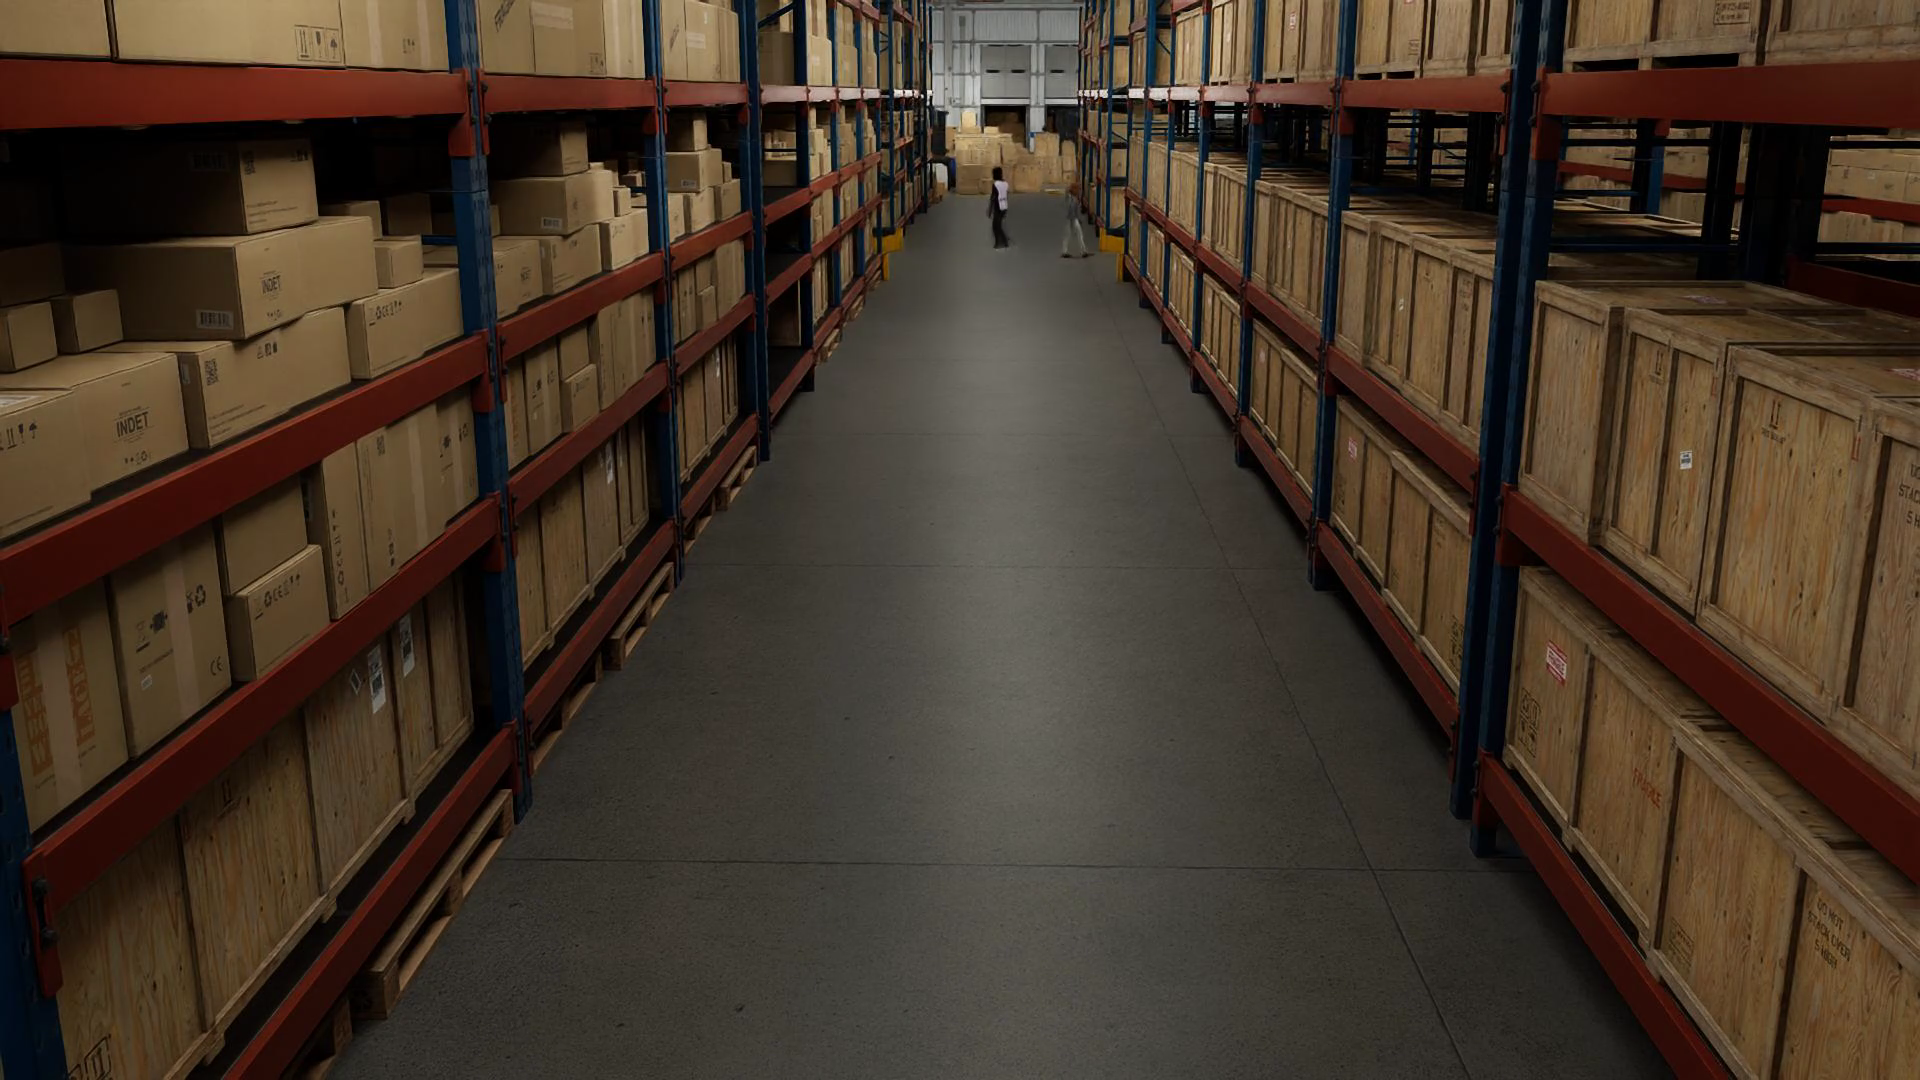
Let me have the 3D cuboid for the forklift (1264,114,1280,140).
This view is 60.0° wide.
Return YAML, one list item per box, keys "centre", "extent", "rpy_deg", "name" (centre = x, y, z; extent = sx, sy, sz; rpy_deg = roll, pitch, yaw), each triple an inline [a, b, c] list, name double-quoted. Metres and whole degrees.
- centre: [11.020, -13.932, 59.628]
  extent: [1.129, 2.768, 1.873]
  rpy_deg: [0, 15, 2]
  name: "forklift"

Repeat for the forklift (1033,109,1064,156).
- centre: [4.110, -16.825, 70.392]
  extent: [1.873, 2.768, 1.129]
  rpy_deg: [-3, 15, -11]
  name: "forklift"

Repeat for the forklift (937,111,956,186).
- centre: [-0.661, -14.659, 62.334]
  extent: [1.873, 2.768, 1.129]
  rpy_deg: [0, 15, 1]
  name: "forklift"

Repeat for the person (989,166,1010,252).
- centre: [0.853, -7.398, 37.205]
  extent: [0.498, 1.930, 0.602]
  rpy_deg: [6, 16, 22]
  name: "person"

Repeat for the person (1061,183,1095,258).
- centre: [2.549, -6.838, 35.660]
  extent: [0.803, 1.599, 0.506]
  rpy_deg: [0, 15, -1]
  name: "person"

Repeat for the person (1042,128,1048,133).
- centre: [4.779, -22.236, 92.968]
  extent: [0.548, 1.592, 0.886]
  rpy_deg: [7, 17, 25]
  name: "person"

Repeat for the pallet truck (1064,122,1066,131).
- centre: [5.788, -21.111, 88.014]
  extent: [1.885, 1.965, 0.823]
  rpy_deg: [5, 16, 18]
  name: "pallet truck"

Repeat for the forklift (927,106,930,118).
- centre: [-1.927, -21.366, 87.288]
  extent: [1.129, 2.768, 1.873]
  rpy_deg: [0, 15, 2]
  name: "forklift"
